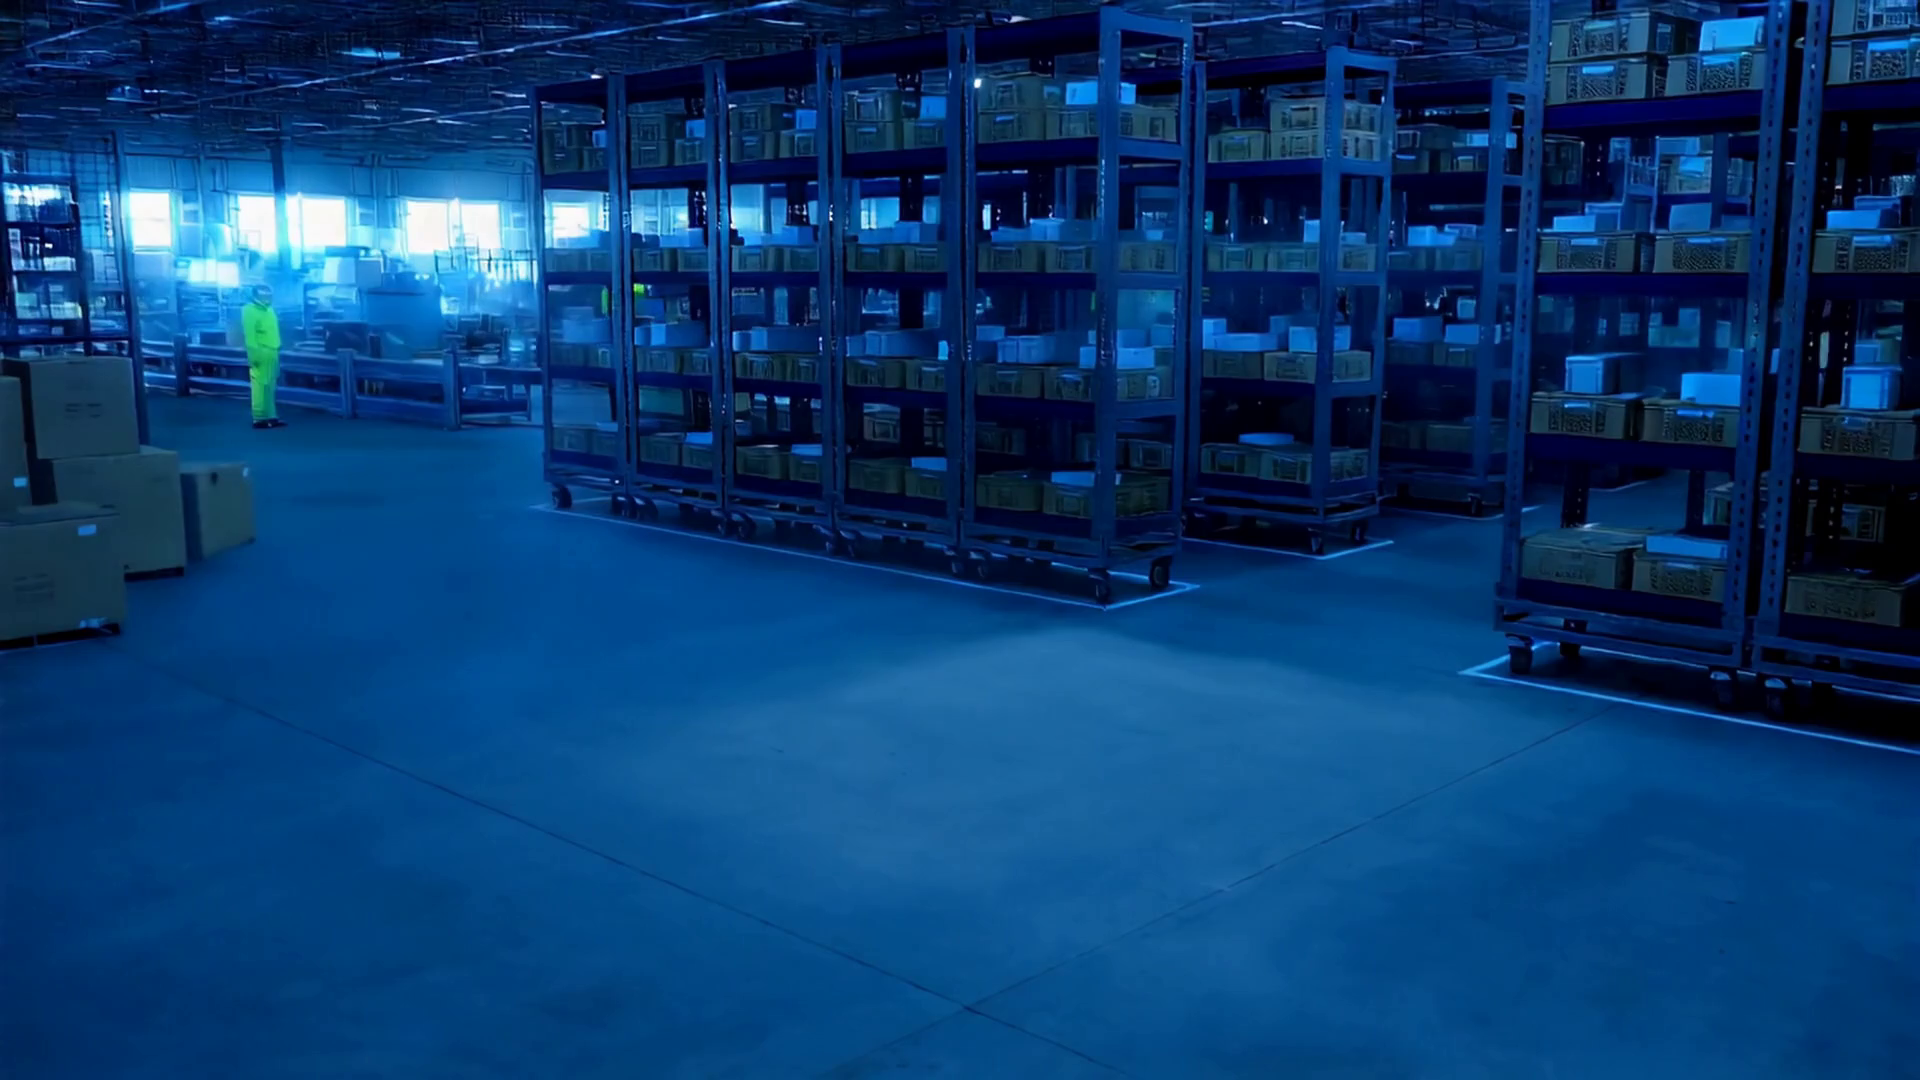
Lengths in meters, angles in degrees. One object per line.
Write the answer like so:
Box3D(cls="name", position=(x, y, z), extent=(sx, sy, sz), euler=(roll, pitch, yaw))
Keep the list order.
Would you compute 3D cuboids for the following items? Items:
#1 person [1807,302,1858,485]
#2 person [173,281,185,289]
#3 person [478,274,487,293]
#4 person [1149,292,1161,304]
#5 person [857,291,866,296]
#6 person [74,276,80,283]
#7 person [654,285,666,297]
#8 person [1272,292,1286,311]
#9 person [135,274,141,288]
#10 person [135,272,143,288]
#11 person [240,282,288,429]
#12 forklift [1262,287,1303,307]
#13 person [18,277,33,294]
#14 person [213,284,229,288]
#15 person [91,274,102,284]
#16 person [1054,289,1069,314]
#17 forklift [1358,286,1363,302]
Box3D(cls="person", position=(7.519, -1.154, 14.331), extent=(0.994, 1.799, 0.579), euler=(-4, 10, -22))
Box3D(cls="person", position=(-34.510, -10.840, 73.453), extent=(0.653, 1.883, 1.007), euler=(4, 10, 21))
Box3D(cls="person", position=(-23.448, -12.071, 81.174), extent=(0.992, 1.828, 0.580), euler=(4, 10, 21))
Box3D(cls="person", position=(5.748, -6.860, 49.831), extent=(0.597, 1.633, 0.535), euler=(-4, 10, -23))
Box3D(cls="person", position=(-4.125, -9.882, 68.153), extent=(0.533, 1.697, 0.318), euler=(-4, 10, -21))
Box3D(cls="person", position=(-45.097, -12.830, 85.313), extent=(0.377, 1.997, 0.609), euler=(4, 10, 25))
Box3D(cls="person", position=(-9.460, -7.289, 52.559), extent=(0.812, 1.599, 0.507), euler=(8, 12, 39))
Box3D(cls="person", position=(5.373, -3.295, 27.115), extent=(0.979, 1.899, 0.606), euler=(-4, 10, -26))
Box3D(cls="person", position=(-27.044, -7.770, 54.419), extent=(0.573, 1.945, 0.652), euler=(-1, 9, -7))
Box3D(cls="person", position=(-37.280, -11.161, 75.337), extent=(0.538, 1.915, 0.421), euler=(0, 9, 1))
Box3D(cls="person", position=(-9.044, -2.400, 21.652), extent=(0.410, 1.904, 0.639), euler=(1, 9, 6))
Box3D(cls="forklift", position=(10.769, -8.203, 54.240), extent=(1.129, 2.768, 1.873), euler=(8, 12, 42))
Box3D(cls="person", position=(-29.458, -7.436, 52.494), extent=(0.608, 1.906, 0.440), euler=(6, 11, 31))
Box3D(cls="person", position=(-26.512, -8.634, 59.772), extent=(0.553, 1.934, 0.364), euler=(-3, 10, -16))
Box3D(cls="person", position=(-34.152, -9.610, 66.026), extent=(0.569, 1.836, 0.831), euler=(3, 10, 15))
Box3D(cls="person", position=(2.032, -3.957, 31.737), extent=(0.533, 1.724, 0.905), euler=(6, 11, 32))
Box3D(cls="forklift", position=(11.100, -7.017, 46.970), extent=(1.873, 2.768, 1.129), euler=(9, 13, 43))
